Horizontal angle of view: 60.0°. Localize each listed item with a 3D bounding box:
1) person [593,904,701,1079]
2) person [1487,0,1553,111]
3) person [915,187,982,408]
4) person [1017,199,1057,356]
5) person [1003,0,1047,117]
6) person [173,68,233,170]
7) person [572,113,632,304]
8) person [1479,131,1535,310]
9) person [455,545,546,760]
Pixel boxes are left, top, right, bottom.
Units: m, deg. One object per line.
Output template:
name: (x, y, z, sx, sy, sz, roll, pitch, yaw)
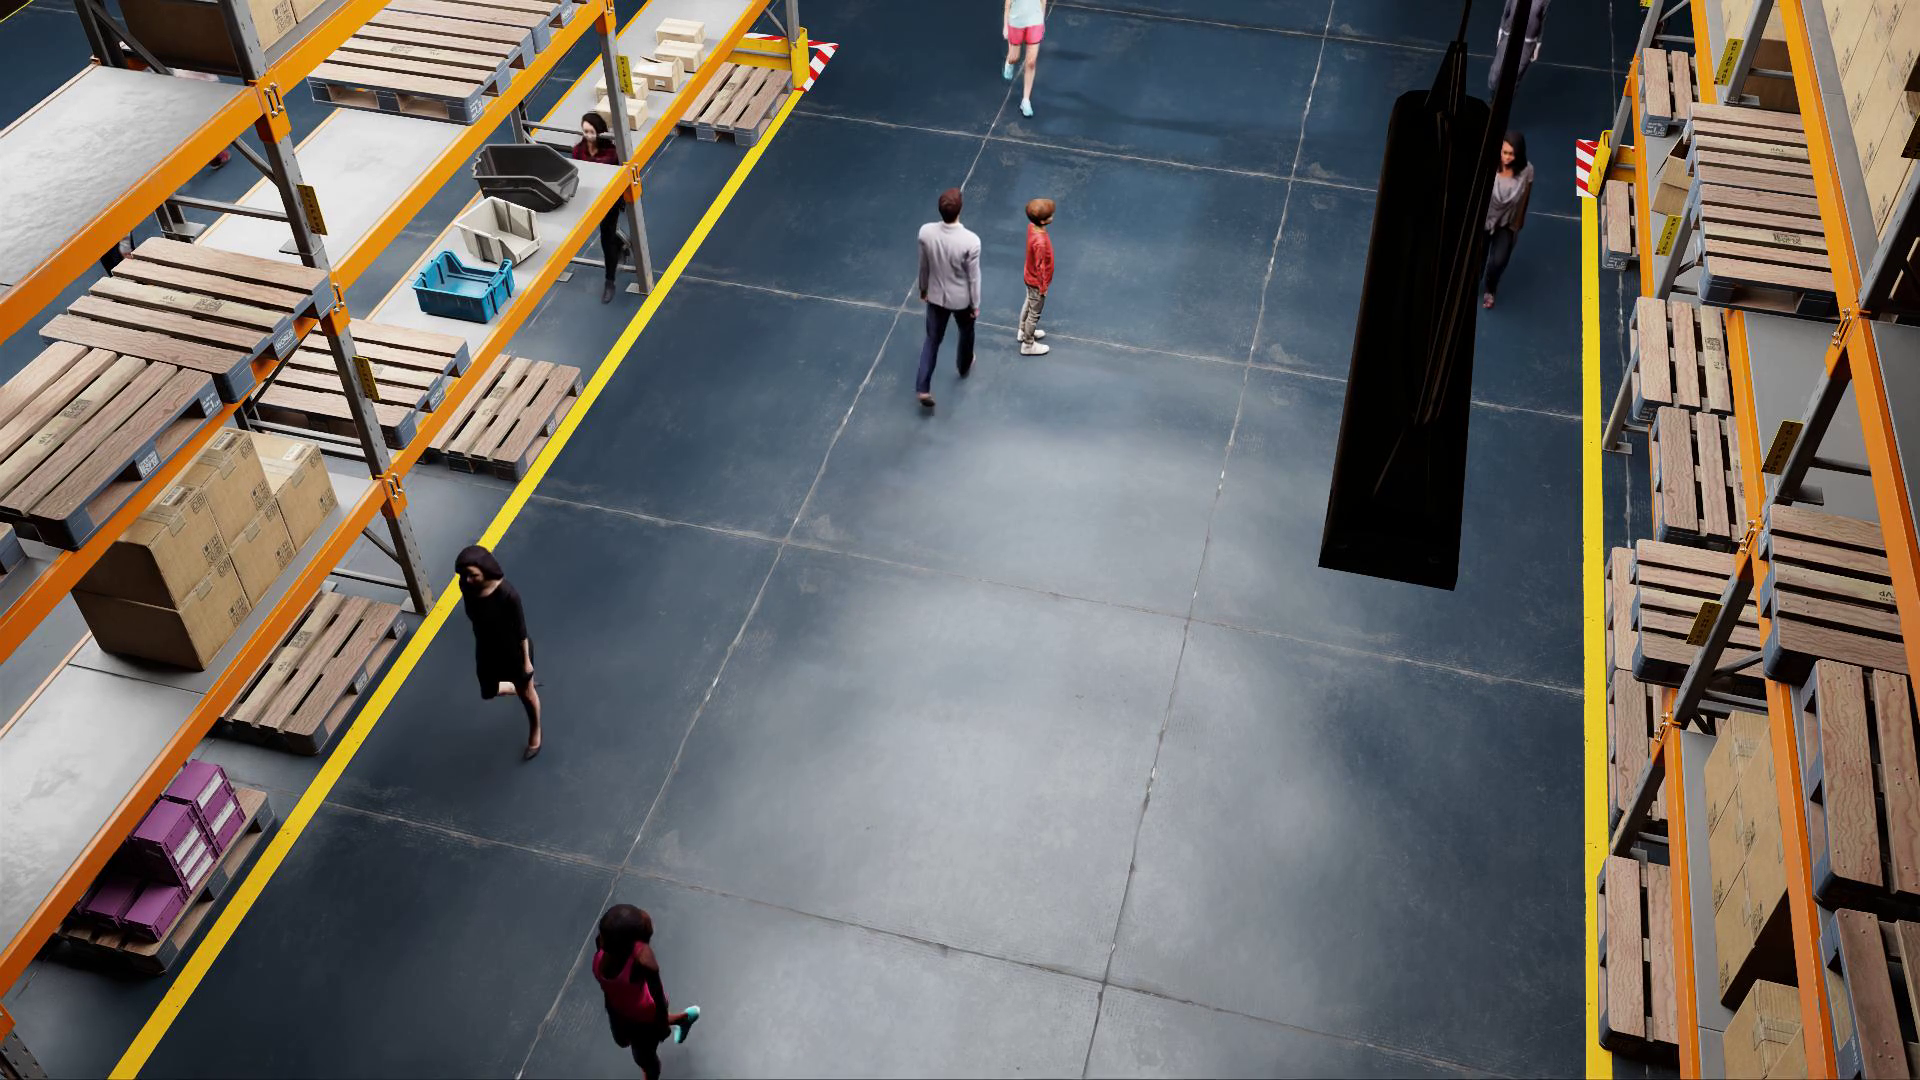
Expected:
person: (-1.603, 2.343, 8.552, 0.772, 1.711, 0.966, 28, 50, 26)
person: (5.405, -4.821, 16.029, 0.630, 1.771, 0.609, 19, 47, 19)
person: (-0.110, -1.847, 12.868, 0.731, 1.824, 1.164, 14, 45, 14)
person: (0.615, -2.143, 13.477, 0.644, 1.413, 0.528, -5, 44, -6)
person: (0.618, -5.100, 16.337, 0.851, 1.749, 1.100, -7, 44, -7)
person: (-7.150, -4.149, 15.567, 0.584, 1.433, 0.706, 12, 45, 12)
person: (-3.029, -2.911, 14.132, 0.584, 1.621, 0.967, 10, 45, 10)
person: (4.518, -2.756, 13.995, 0.654, 1.587, 0.663, 13, 45, 14)
person: (-2.756, 0.637, 10.283, 0.631, 1.794, 0.729, 15, 46, 16)
